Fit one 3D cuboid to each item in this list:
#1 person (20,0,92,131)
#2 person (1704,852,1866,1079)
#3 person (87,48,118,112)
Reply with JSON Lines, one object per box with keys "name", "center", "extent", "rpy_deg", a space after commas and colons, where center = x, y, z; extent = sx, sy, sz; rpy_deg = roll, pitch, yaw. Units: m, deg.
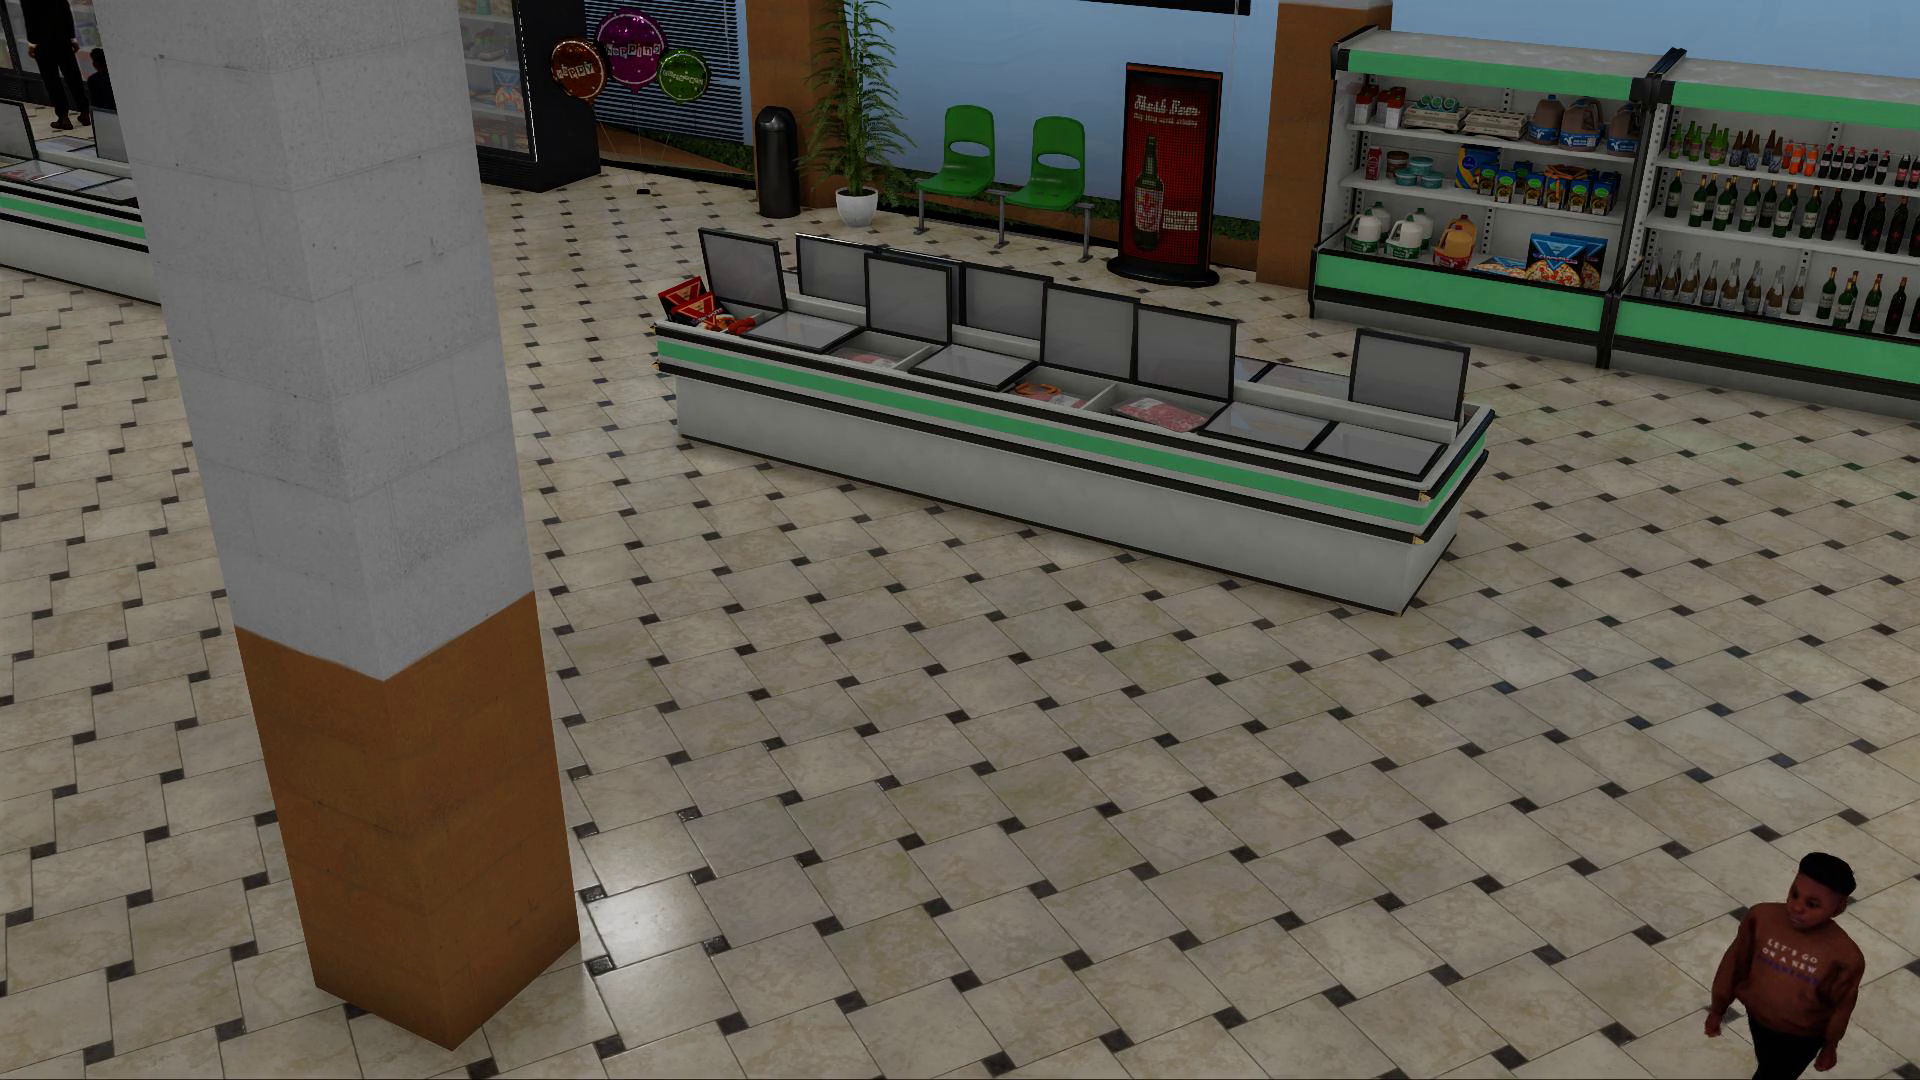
{"name": "person", "center": [-10.029, -5.524, 18.349], "extent": [0.655, 1.904, 0.729], "rpy_deg": [19, 33, 33]}
{"name": "person", "center": [2.642, 1.493, 5.269], "extent": [0.832, 1.219, 0.916], "rpy_deg": [-18, 32, -31]}
{"name": "person", "center": [-8.399, -4.229, 16.498], "extent": [0.566, 1.268, 0.594], "rpy_deg": [-24, 35, -39]}
